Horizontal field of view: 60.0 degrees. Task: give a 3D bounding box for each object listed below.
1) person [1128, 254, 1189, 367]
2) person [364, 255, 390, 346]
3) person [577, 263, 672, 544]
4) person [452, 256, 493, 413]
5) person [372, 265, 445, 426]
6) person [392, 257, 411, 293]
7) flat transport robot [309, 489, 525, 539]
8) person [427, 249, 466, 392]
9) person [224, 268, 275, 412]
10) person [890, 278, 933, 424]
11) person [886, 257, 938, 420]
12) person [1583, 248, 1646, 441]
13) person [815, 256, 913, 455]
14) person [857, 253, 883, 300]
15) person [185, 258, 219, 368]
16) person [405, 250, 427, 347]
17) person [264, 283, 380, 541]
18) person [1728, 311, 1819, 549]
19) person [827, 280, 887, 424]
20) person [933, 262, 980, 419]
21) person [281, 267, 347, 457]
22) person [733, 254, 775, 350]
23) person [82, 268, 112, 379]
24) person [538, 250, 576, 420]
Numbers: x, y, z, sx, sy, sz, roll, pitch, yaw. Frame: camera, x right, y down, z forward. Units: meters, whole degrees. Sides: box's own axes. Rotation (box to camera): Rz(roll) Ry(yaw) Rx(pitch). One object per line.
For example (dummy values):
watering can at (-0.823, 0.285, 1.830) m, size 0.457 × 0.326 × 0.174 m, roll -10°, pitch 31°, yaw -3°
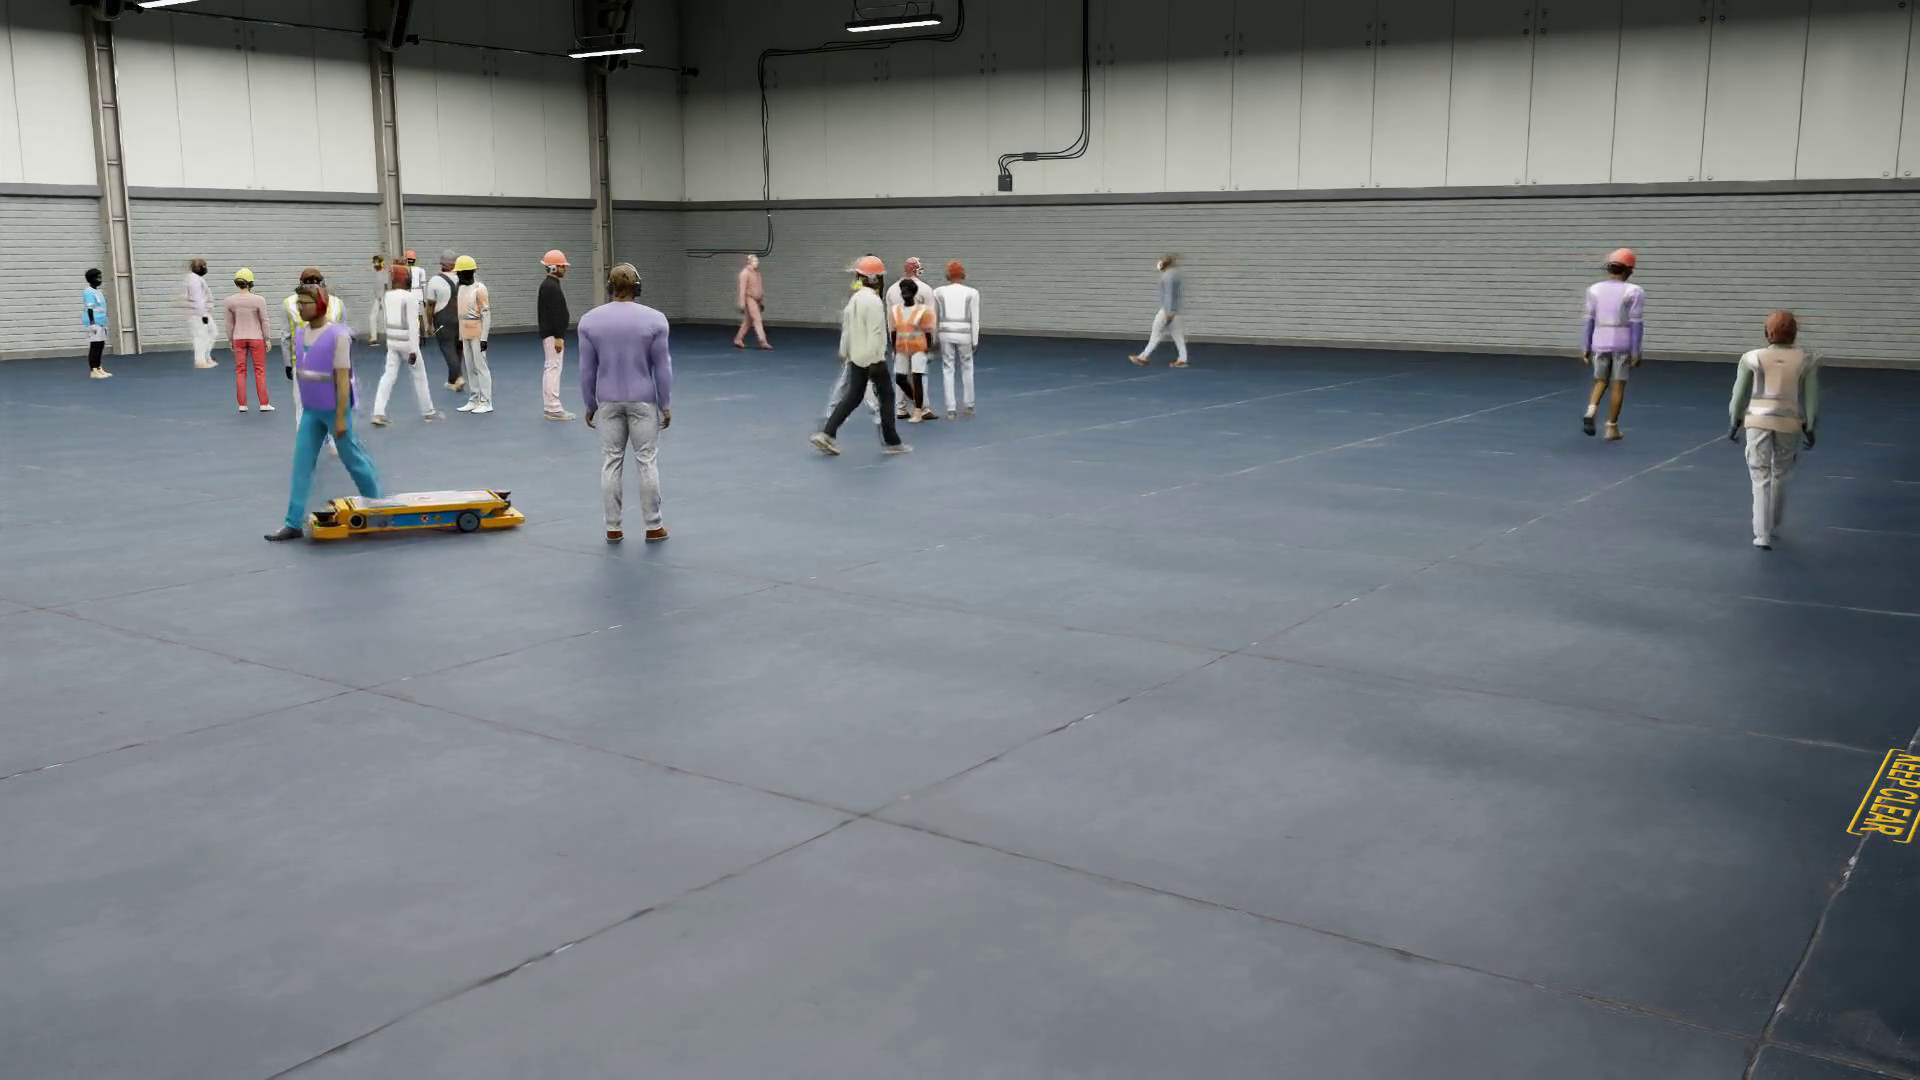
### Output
person at (3.372, -3.827, 27.852) m, size 1.042 × 1.882 × 0.643 m, roll 3°, pitch 10°, yaw 15°
person at (-11.725, -4.804, 33.492) m, size 0.487 × 1.835 × 0.767 m, roll 6°, pitch 12°, yaw 29°
person at (-2.306, -0.935, 11.512) m, size 0.629 × 1.939 × 0.371 m, roll 0°, pitch 10°, yaw -1°
person at (-5.984, -2.513, 20.391) m, size 0.594 × 1.922 × 0.376 m, roll 10°, pitch 14°, yaw 43°
person at (-6.387, -2.218, 19.022) m, size 0.596 × 1.835 × 1.018 m, roll 5°, pitch 11°, yaw 27°
person at (-10.022, -4.172, 29.967) m, size 0.413 × 1.831 × 0.524 m, roll -10°, pitch 14°, yaw -44°
flat transport robot at (-3.951, -0.204, 12.087) m, size 1.431 × 0.197 × 0.652 m, roll -5°, pitch 11°, yaw -24°
person at (-7.149, -3.110, 23.408) m, size 0.683 × 2.000 × 0.966 m, roll -8°, pitch 13°, yaw -39°
person at (-8.771, -2.457, 20.522) m, size 0.525 × 1.769 × 0.308 m, roll -1°, pitch 10°, yaw -5°
person at (-0.542, -2.195, 19.289) m, size 0.548 × 1.675 × 0.458 m, roll 4°, pitch 11°, yaw 23°
person at (-0.541, -2.369, 19.632) m, size 0.636 × 1.911 × 0.406 m, roll 6°, pitch 12°, yaw 30°
person at (6.841, -2.037, 17.439) m, size 0.528 × 2.023 × 0.625 m, roll -10°, pitch 14°, yaw -43°
person at (-0.962, -1.796, 16.288) m, size 0.963 × 1.962 × 0.624 m, roll -5°, pitch 11°, yaw -27°
person at (-2.093, -5.733, 38.657) m, size 0.631 × 1.842 × 0.428 m, roll -3°, pitch 10°, yaw -15°
person at (-12.596, -3.768, 27.700) m, size 0.519 × 1.822 × 0.650 m, roll -4°, pitch 11°, yaw -21°
person at (-10.988, -4.840, 33.390) m, size 0.546 × 1.938 × 0.361 m, roll -5°, pitch 11°, yaw -28°
person at (-4.517, -0.920, 11.840) m, size 0.581 × 1.799 × 0.955 m, roll 6°, pitch 12°, yaw 32°
person at (5.603, -0.775, 11.524) m, size 0.541 × 1.599 × 0.807 m, roll 3°, pitch 10°, yaw 14°
person at (-1.178, -2.184, 19.235) m, size 0.939 × 1.677 × 0.503 m, roll 5°, pitch 11°, yaw 25°
person at (-0.047, -2.392, 19.925) m, size 0.576 × 1.844 × 0.894 m, roll 1°, pitch 10°, yaw 3°
person at (-6.247, -1.714, 16.149) m, size 0.619 × 1.845 × 0.430 m, roll -5°, pitch 11°, yaw -25°
person at (-4.086, -4.664, 32.630) m, size 0.969 × 1.866 × 0.654 m, roll 4°, pitch 11°, yaw 19°
person at (-13.287, -3.322, 25.560) m, size 0.317 × 1.693 × 0.558 m, roll -2°, pitch 10°, yaw -11°
person at (-4.778, -2.419, 19.667) m, size 0.395 × 1.993 × 0.614 m, roll -4°, pitch 11°, yaw -21°
